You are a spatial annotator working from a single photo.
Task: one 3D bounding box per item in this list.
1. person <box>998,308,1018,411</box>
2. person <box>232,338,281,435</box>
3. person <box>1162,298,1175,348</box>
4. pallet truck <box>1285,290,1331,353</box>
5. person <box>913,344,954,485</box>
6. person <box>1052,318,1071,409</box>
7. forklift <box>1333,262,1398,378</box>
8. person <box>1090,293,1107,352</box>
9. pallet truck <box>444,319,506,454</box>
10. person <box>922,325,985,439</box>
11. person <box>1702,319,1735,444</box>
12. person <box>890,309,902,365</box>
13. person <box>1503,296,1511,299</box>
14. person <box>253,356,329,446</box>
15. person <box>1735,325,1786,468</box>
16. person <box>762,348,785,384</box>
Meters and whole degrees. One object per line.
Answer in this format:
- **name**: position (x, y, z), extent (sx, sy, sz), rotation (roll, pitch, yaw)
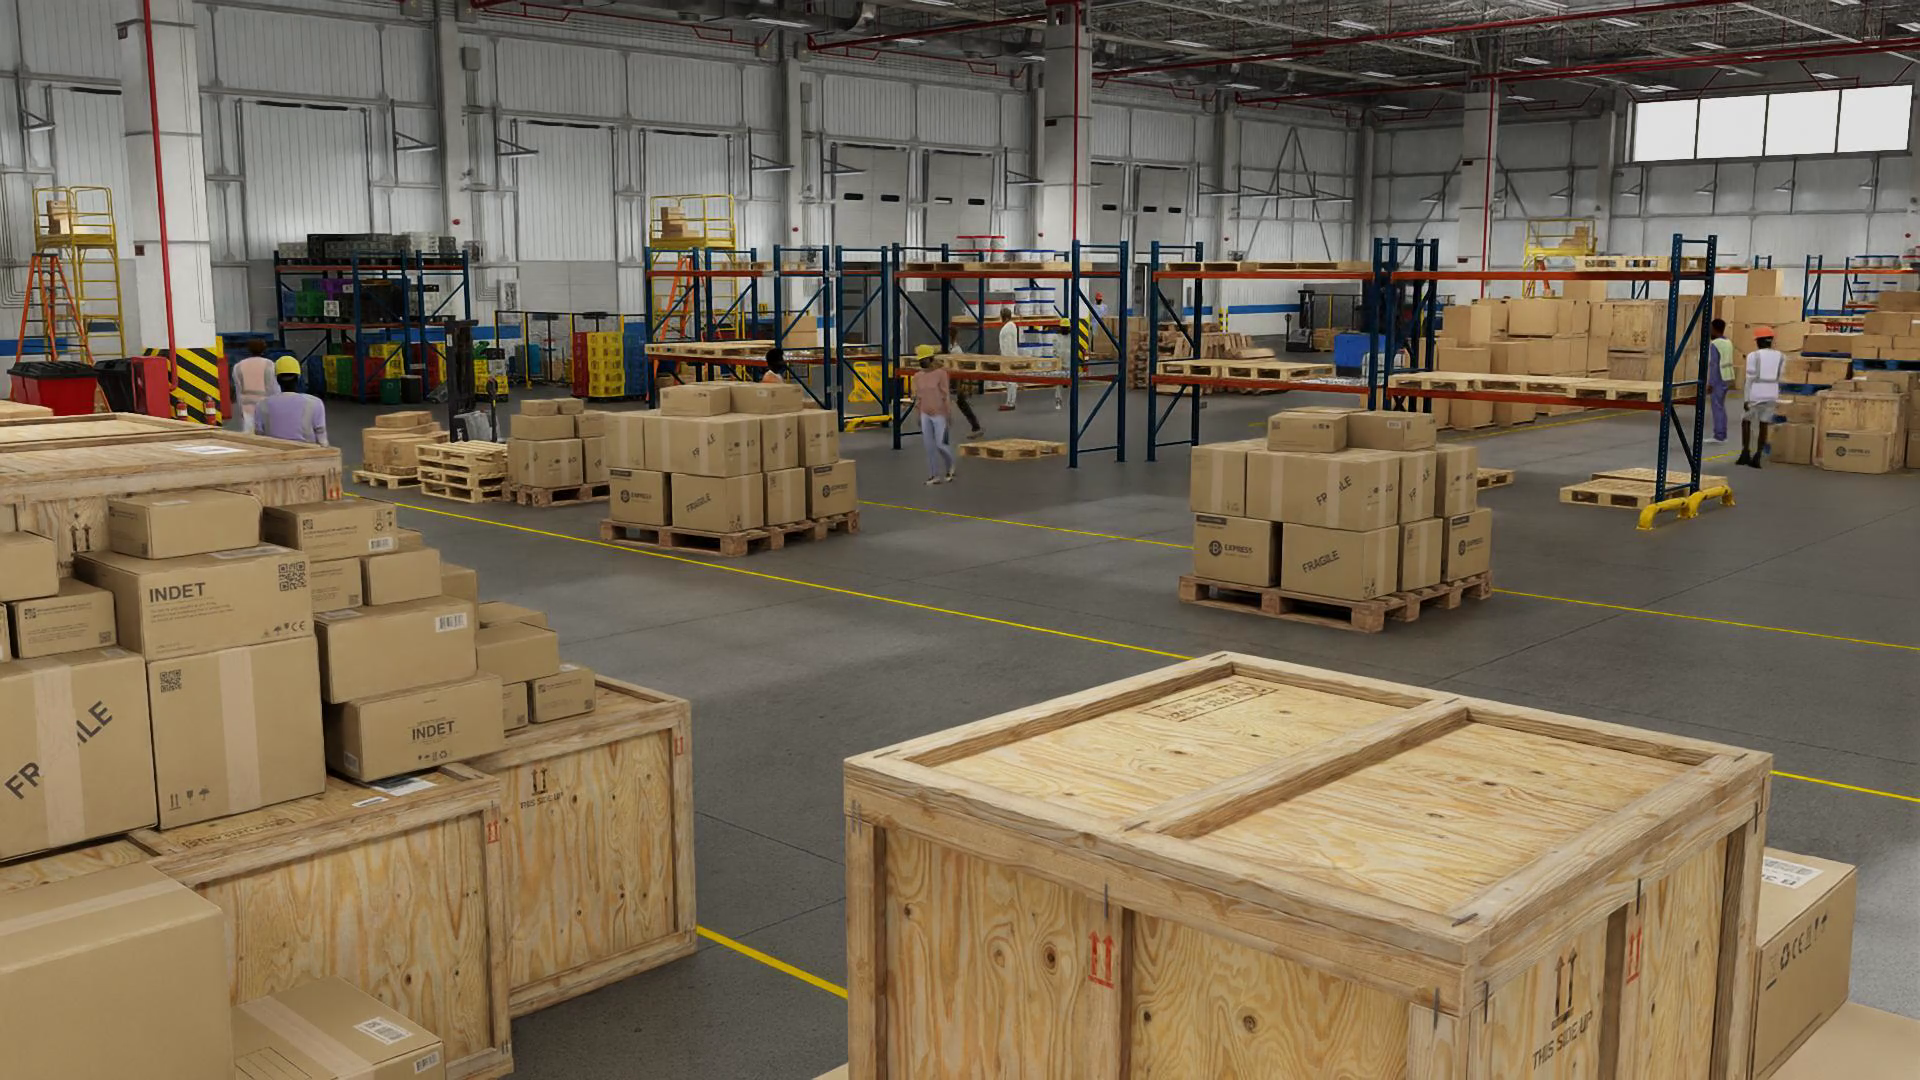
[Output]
- **person**: position (0.894, -3.370, 31.104), extent (0.371, 1.935, 0.627), rotation (2, 9, 11)
- **person**: position (-8.789, -1.633, 20.895), extent (0.635, 1.798, 0.961), rotation (0, 9, 0)
- **person**: position (5.363, -5.361, 43.420), extent (0.910, 1.911, 0.641), rotation (1, 9, 4)
- **pallet truck**: position (11.297, -6.951, 52.861), extent (1.885, 1.965, 0.823), rotation (-5, 11, -29)
- **person**: position (-0.340, -1.532, 20.406), extent (0.548, 1.737, 0.467), rotation (7, 12, 36)
- **person**: position (1.983, -3.324, 31.426), extent (0.485, 1.737, 0.320), rotation (2, 9, 11)
- **forklift**: position (10.062, -5.323, 40.178), extent (1.873, 2.768, 1.129), rotation (-5, 11, -29)
- **person**: position (4.263, -6.628, 51.112), extent (0.546, 1.927, 0.390), rotation (-1, 9, -4)
- **pallet truck**: position (-6.981, -1.942, 22.150), extent (1.885, 1.965, 0.823), rotation (1, 9, 9)
- **person**: position (-0.064, -2.449, 25.889), extent (0.974, 1.801, 0.529), rotation (0, 9, -1)
- **person**: position (11.588, -2.417, 25.376), extent (0.404, 1.904, 0.601), rotation (8, 13, 42)
- **person**: position (-1.668, -5.232, 43.447), extent (0.313, 1.632, 0.516), rotation (2, 10, 14)
- **person**: position (15.630, -6.065, 47.788), extent (0.356, 1.881, 0.575), rotation (1, 9, 5)
- **person**: position (-5.724, -0.618, 14.298), extent (0.603, 1.913, 0.406), rotation (-1, 9, -7)
- **person**: position (10.732, -1.913, 22.262), extent (0.544, 1.899, 0.523), rotation (0, 9, 2)
- **person**: position (-2.273, -1.504, 20.385), extent (0.319, 1.695, 0.538), rotation (1, 9, 7)
